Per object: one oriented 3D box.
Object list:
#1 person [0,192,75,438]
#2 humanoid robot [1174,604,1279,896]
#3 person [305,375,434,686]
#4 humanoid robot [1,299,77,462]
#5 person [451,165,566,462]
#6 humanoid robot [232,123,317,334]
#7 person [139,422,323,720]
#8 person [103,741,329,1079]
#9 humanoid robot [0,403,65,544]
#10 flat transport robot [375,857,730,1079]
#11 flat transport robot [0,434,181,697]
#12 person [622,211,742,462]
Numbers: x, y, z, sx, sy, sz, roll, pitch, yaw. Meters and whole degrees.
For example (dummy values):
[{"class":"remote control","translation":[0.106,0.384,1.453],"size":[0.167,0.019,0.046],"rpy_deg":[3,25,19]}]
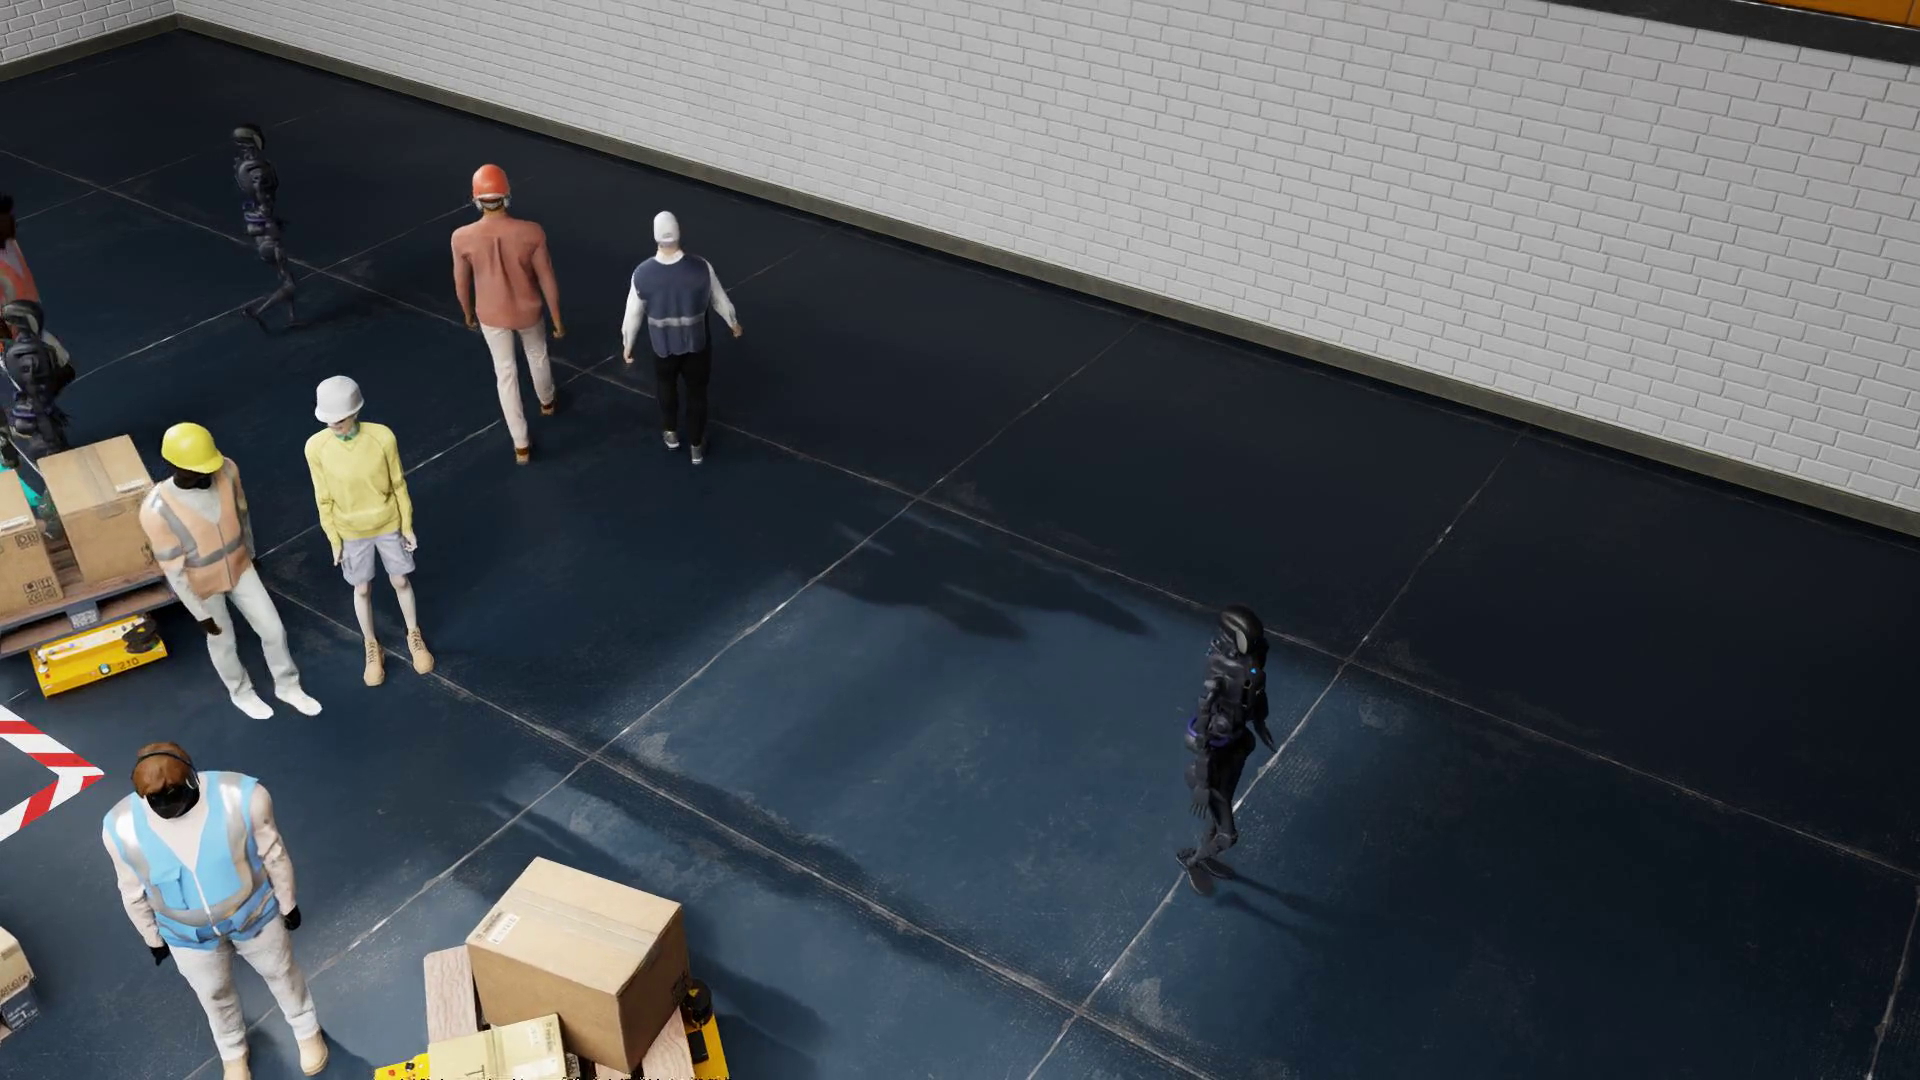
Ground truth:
[{"class":"person","translation":[-6.042,-1.335,10.706],"size":[0.443,1.945,0.611],"rpy_deg":[-3,35,-5]},{"class":"humanoid robot","translation":[1.237,0.958,7.668],"size":[0.341,1.651,0.593],"rpy_deg":[25,42,31]},{"class":"person","translation":[-3.176,-0.069,8.953],"size":[0.471,1.889,0.398],"rpy_deg":[-13,37,-17]},{"class":"humanoid robot","translation":[-5.501,-0.696,10.028],"size":[0.376,1.639,0.609],"rpy_deg":[-15,38,-20]},{"class":"person","translation":[-2.982,-1.568,11.037],"size":[0.662,1.950,0.969],"rpy_deg":[-8,36,-11]},{"class":"humanoid robot","translation":[-5.173,-2.296,12.314],"size":[0.455,1.651,0.600],"rpy_deg":[-15,38,-20]},{"class":"person","translation":[-3.767,0.214,8.554],"size":[0.653,1.889,0.596],"rpy_deg":[20,40,27]},{"class":"person","translation":[-2.992,1.524,6.726],"size":[0.628,1.837,0.429],"rpy_deg":[-13,37,-18]},{"class":"humanoid robot","translation":[-5.537,-0.369,9.524],"size":[0.846,1.778,0.534],"rpy_deg":[19,39,25]},{"class":"flat transport robot","translation":[-1.706,2.297,6.981],"size":[1.431,0.231,0.659],"rpy_deg":[-10,36,-14]},{"class":"flat transport robot","translation":[-5.170,0.364,9.743],"size":[0.659,0.231,1.431],"rpy_deg":[-21,40,-27]},{"class":"person","translation":[-1.814,-1.344,10.895],"size":[0.764,1.742,0.590],"rpy_deg":[-3,35,-5]}]
